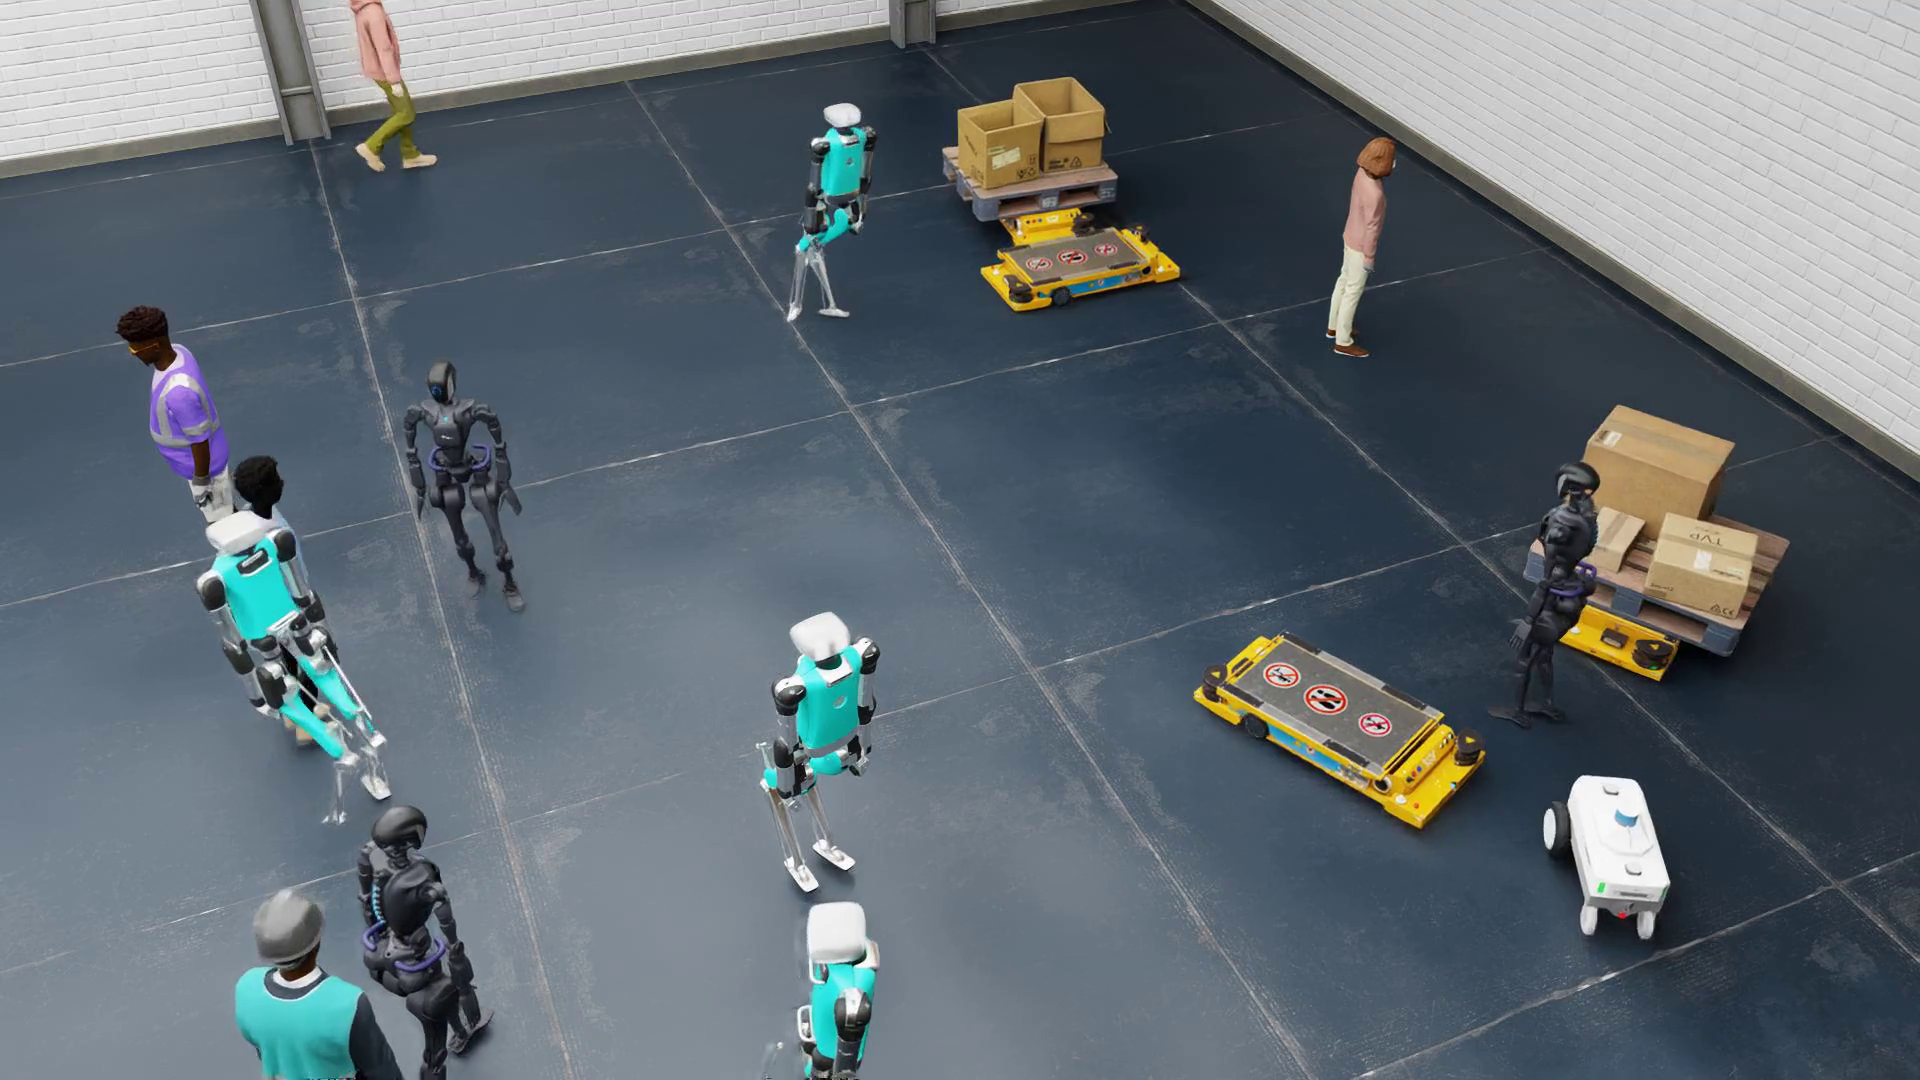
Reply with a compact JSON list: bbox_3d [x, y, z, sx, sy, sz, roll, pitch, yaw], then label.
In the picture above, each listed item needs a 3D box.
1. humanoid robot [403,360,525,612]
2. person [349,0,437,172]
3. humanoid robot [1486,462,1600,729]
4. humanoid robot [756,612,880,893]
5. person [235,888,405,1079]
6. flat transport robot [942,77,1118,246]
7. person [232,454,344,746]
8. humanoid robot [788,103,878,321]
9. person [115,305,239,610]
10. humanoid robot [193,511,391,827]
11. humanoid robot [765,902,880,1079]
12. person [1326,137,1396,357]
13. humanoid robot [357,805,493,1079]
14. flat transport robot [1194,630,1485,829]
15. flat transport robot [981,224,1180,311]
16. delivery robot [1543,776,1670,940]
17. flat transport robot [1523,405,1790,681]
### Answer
[{"bbox_3d":[-2.838,-0.324,9.547,0.602,1.647,0.476,-3,38,-4],"label":"humanoid robot"},{"bbox_3d":[-4.943,-3.986,14.190,0.566,1.818,0.541,-15,40,-19],"label":"person"},{"bbox_3d":[3.122,0.325,8.701,0.364,1.641,0.603,27,45,30],"label":"humanoid robot"},{"bbox_3d":[-0.739,0.931,7.775,0.531,1.692,0.739,-27,45,-30],"label":"humanoid robot"},{"bbox_3d":[-2.344,2.059,6.244,0.566,1.925,0.493,7,38,9],"label":"person"},{"bbox_3d":[0.585,-2.869,14.008,0.659,0.231,1.431,-12,39,-15],"label":"flat transport robot"},{"bbox_3d":[-3.558,0.312,8.709,0.396,1.665,0.563,-17,41,-21],"label":"person"},{"bbox_3d":[-1.026,-2.414,12.215,0.619,1.778,0.842,-24,44,-28],"label":"humanoid robot"},{"bbox_3d":[-4.367,-0.473,9.504,0.368,1.959,0.601,-17,41,-21],"label":"person"},{"bbox_3d":[-3.154,0.708,8.154,0.777,1.788,0.531,20,42,24],"label":"humanoid robot"},{"bbox_3d":[-0.624,2.070,6.371,1.025,1.723,0.550,-5,38,-7],"label":"humanoid robot"},{"bbox_3d":[2.877,-2.108,11.895,0.277,1.632,0.501,0,38,0],"label":"person"},{"bbox_3d":[-2.218,1.724,6.888,0.606,1.629,0.693,21,42,25],"label":"humanoid robot"},{"bbox_3d":[2.041,0.976,9.003,1.431,0.231,0.659,29,46,32],"label":"flat transport robot"},{"bbox_3d":[0.948,-2.143,13.062,1.431,0.231,0.659,-14,40,-18],"label":"flat transport robot"},{"bbox_3d":[3.177,1.504,8.096,0.499,0.613,0.811,4,38,5],"label":"delivery robot"},{"bbox_3d":[4.100,0.278,9.911,0.659,0.231,1.431,25,44,28],"label":"flat transport robot"}]
